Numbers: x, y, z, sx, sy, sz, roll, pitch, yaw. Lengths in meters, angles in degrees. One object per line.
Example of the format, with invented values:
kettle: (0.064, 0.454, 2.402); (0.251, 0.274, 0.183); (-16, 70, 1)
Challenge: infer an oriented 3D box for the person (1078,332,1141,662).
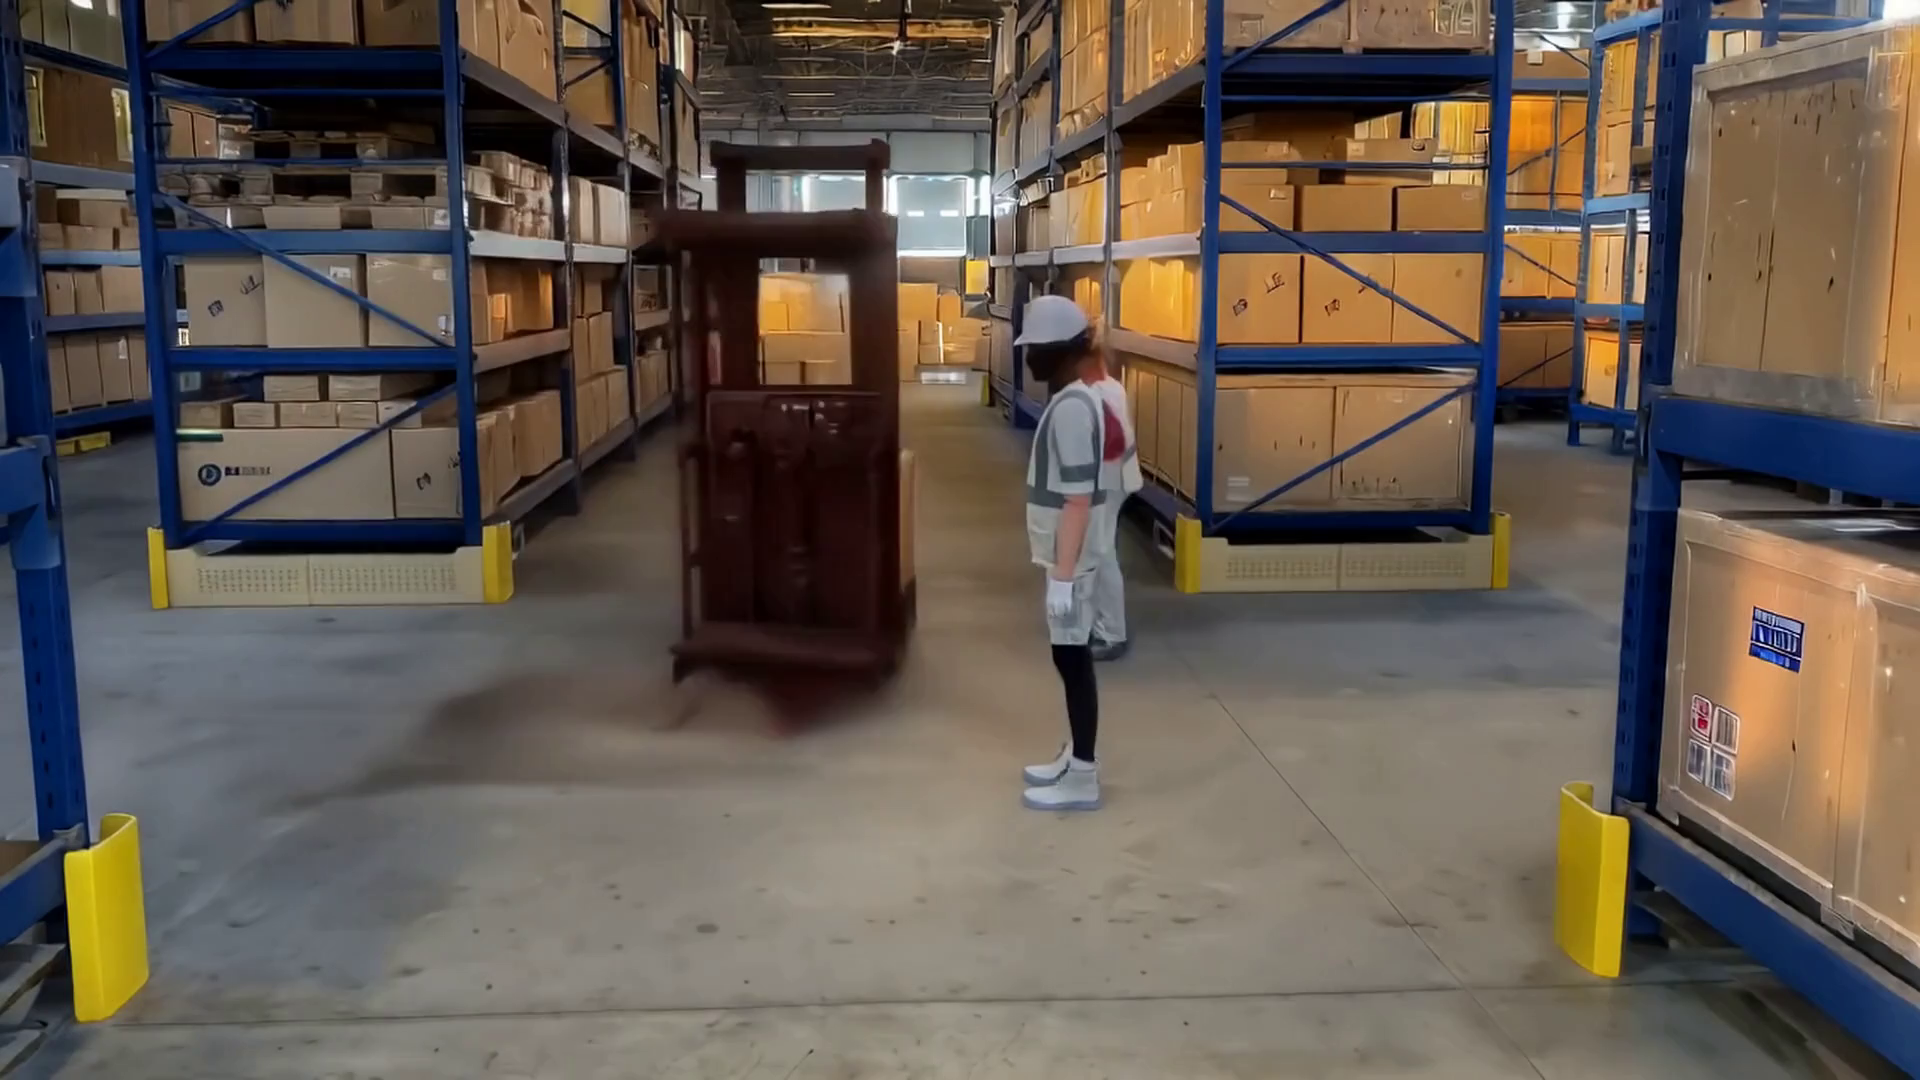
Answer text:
person: (0.812, -0.262, 9.355); (0.417, 1.816, 0.778); (1, 9, 4)

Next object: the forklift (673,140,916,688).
forklift: (-0.848, -0.763, 9.121); (1.129, 2.768, 1.873); (1, 9, 3)

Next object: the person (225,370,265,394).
person: (-6.514, -1.111, 15.318); (0.524, 1.598, 0.859); (-1, 9, -4)

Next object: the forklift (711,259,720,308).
forklift: (-8.368, -8.713, 59.038); (1.129, 2.768, 1.873); (-1, 9, -4)

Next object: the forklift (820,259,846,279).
forklift: (-4.317, -8.378, 56.937); (1.129, 2.768, 1.873); (4, 10, 24)

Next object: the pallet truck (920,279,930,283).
pallet truck: (-0.932, -8.922, 63.114); (1.885, 1.965, 0.823); (2, 9, 13)

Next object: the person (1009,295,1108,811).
person: (0.389, 0.055, 6.615); (0.395, 2.038, 0.614); (1, 9, 5)
